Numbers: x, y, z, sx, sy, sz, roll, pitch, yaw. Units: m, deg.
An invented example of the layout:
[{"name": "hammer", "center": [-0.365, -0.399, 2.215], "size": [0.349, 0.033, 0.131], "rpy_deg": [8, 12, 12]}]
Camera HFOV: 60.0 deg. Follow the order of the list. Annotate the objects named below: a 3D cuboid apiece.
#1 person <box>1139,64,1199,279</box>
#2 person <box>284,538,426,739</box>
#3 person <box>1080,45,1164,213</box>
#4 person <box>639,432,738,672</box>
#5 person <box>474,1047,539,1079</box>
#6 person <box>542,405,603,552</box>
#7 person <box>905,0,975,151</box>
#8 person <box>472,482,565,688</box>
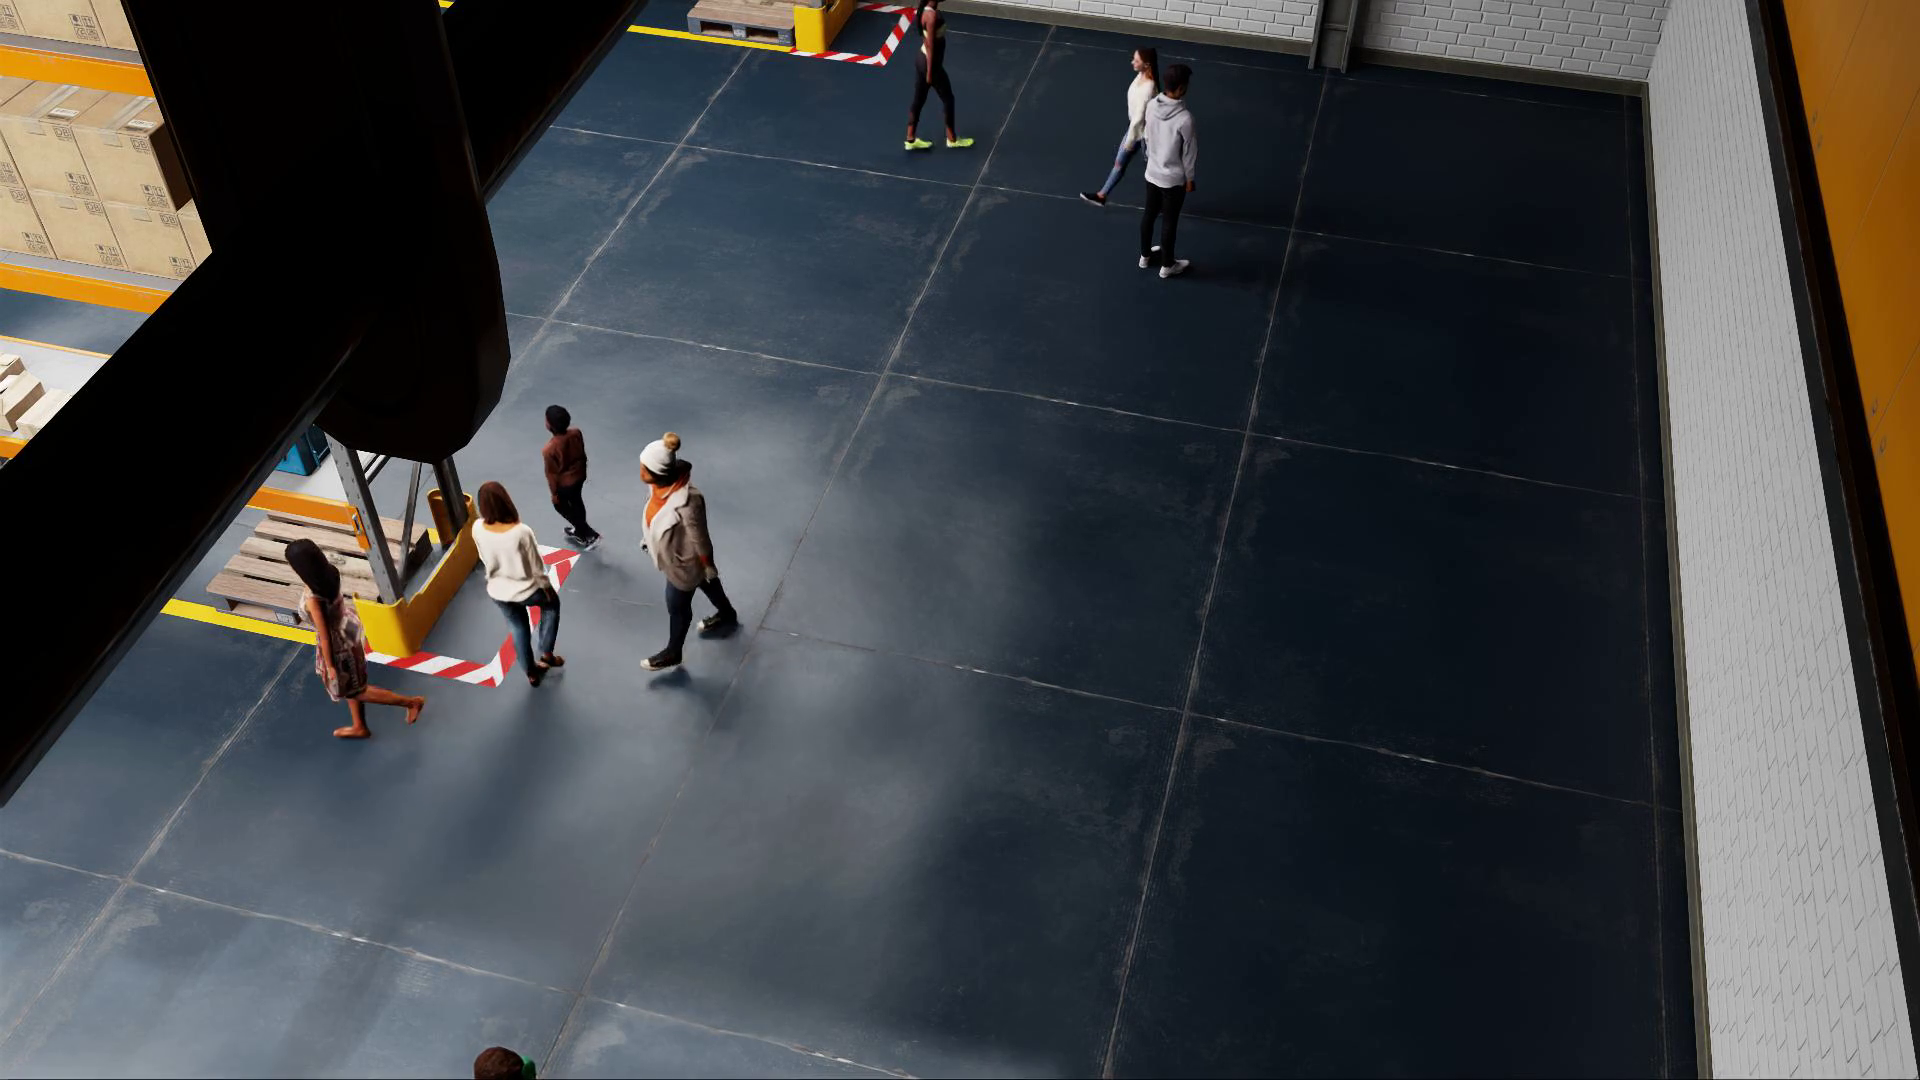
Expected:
[{"name": "person", "center": [1.759, -3.140, 14.172], "size": [0.715, 1.930, 0.834], "rpy_deg": [34, 53, 30]}, {"name": "person", "center": [-3.797, 0.639, 10.431], "size": [0.975, 1.619, 0.832], "rpy_deg": [-7, 44, -7]}, {"name": "person", "center": [1.738, -3.613, 14.882], "size": [1.195, 1.635, 0.865], "rpy_deg": [-2, 44, -2]}, {"name": "person", "center": [-1.712, -0.006, 10.932], "size": [1.127, 1.862, 1.051], "rpy_deg": [-20, 47, -20]}, {"name": "person", "center": [-2.109, 2.906, 8.027], "size": [0.564, 1.651, 0.622], "rpy_deg": [17, 46, 17]}, {"name": "person", "center": [-2.736, -0.410, 11.804], "size": [0.745, 1.244, 0.644], "rpy_deg": [25, 49, 24]}, {"name": "person", "center": [-0.372, -4.451, 15.693], "size": [0.997, 1.730, 0.826], "rpy_deg": [-8, 44, -8]}, {"name": "person", "center": [-2.877, 0.358, 10.691], "size": [0.536, 1.667, 0.683], "rpy_deg": [10, 45, 10]}]
